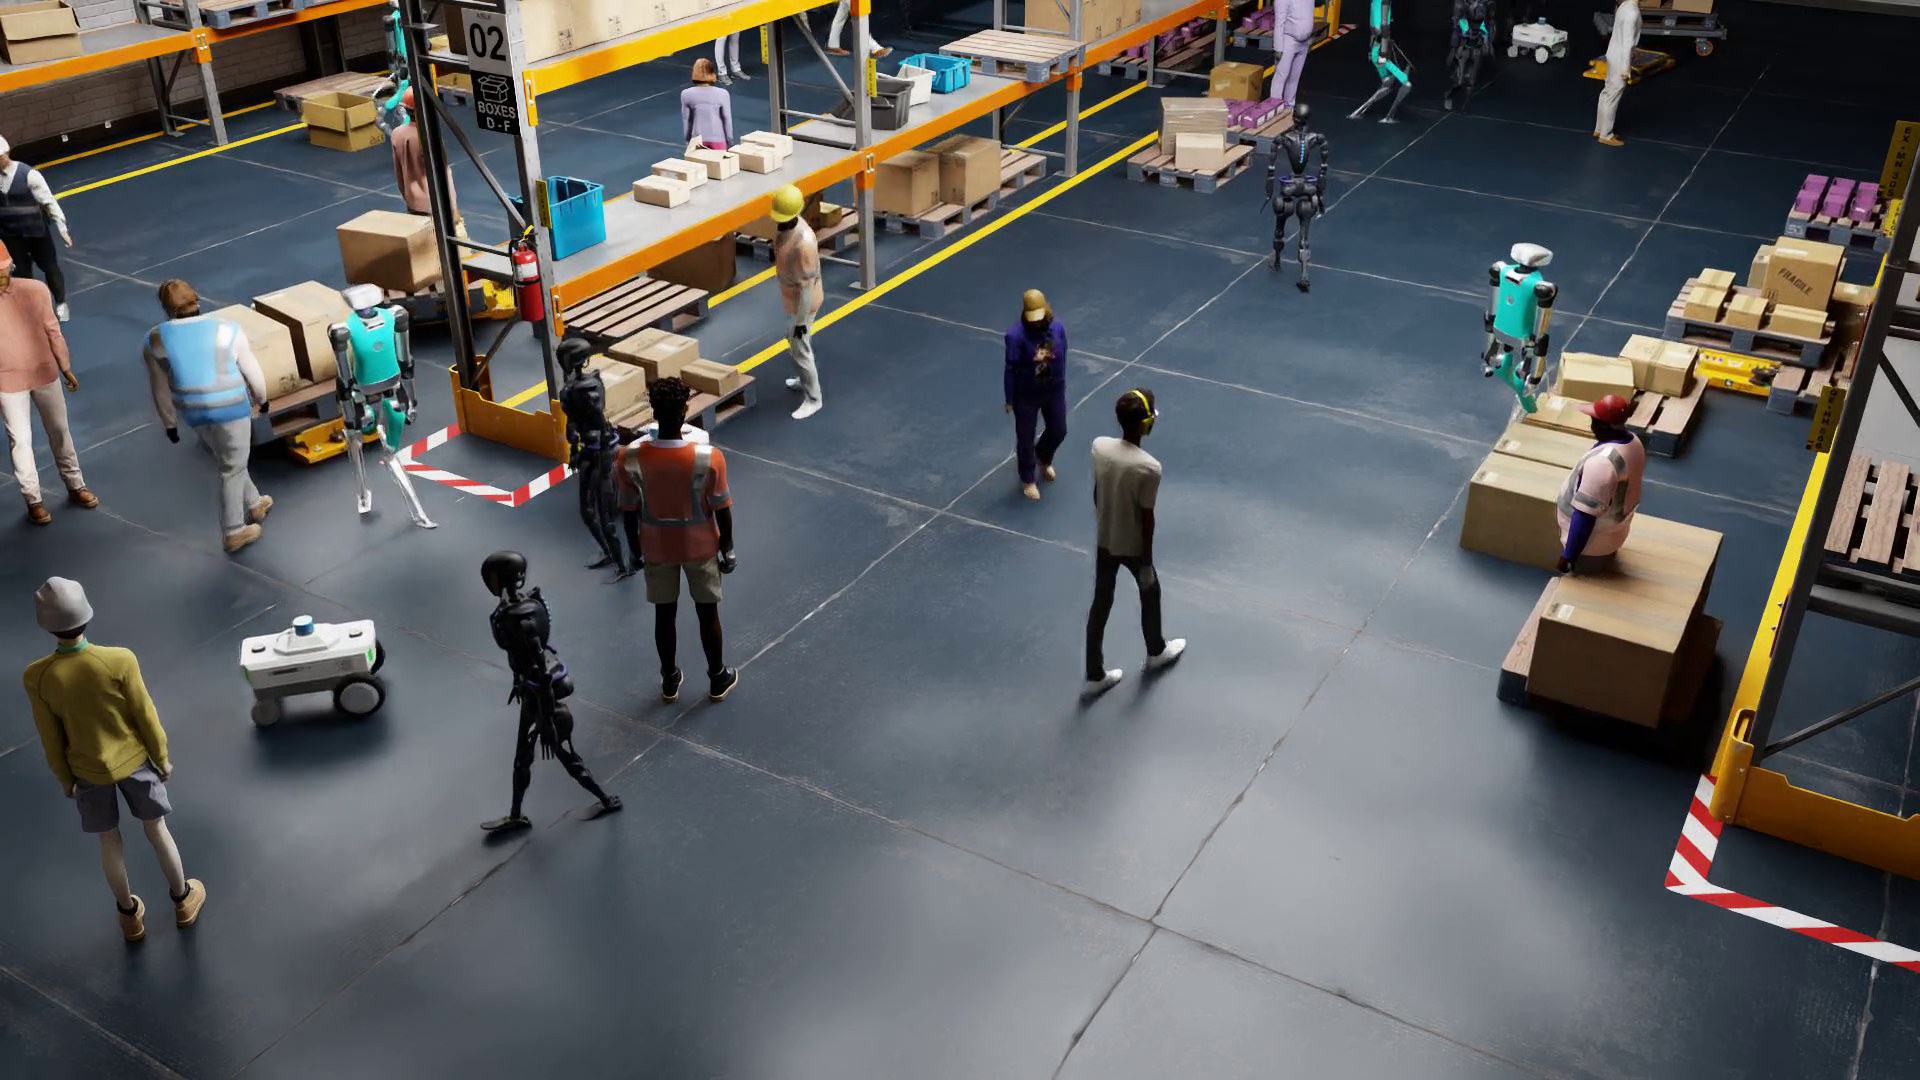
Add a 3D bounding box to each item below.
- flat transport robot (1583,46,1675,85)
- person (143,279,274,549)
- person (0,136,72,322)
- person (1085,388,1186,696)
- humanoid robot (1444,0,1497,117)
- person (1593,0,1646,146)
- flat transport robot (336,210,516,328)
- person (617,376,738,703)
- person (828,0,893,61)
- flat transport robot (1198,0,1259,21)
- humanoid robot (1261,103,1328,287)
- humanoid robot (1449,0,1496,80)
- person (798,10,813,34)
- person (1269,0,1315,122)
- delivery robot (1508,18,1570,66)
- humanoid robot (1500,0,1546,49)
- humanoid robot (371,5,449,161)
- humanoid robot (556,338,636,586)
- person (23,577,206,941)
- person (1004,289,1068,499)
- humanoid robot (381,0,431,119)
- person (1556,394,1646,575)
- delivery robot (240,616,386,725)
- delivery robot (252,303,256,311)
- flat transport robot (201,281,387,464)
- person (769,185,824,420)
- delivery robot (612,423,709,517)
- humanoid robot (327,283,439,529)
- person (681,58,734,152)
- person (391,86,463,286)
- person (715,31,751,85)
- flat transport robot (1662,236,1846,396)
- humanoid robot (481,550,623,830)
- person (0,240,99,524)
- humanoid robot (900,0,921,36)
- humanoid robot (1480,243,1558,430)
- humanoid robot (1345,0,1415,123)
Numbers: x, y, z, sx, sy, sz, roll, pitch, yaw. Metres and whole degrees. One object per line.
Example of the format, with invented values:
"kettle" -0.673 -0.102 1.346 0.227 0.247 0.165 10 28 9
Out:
"flat transport robot" 8.904 -6.305 22.095 0.659 0.231 1.431 24 37 36
"person" -4.858 -0.856 10.911 0.612 1.819 0.701 2 30 3
"person" -7.863 -2.558 13.991 0.757 1.705 0.907 -6 30 -11
"person" 1.007 -0.021 9.380 0.845 1.838 0.554 -26 38 -38
"humanoid robot" 6.159 -5.954 20.049 0.613 1.645 0.365 -7 30 -13
"person" 7.575 -5.493 19.009 0.375 1.896 0.569 6 30 10
"flat transport robot" -4.661 -2.058 14.582 1.431 0.231 0.659 -11 31 -18
"person" -1.541 0.021 9.182 0.611 1.963 0.362 1 29 1
"person" -1.397 -7.477 22.542 1.058 1.872 0.631 10 31 17
"flat transport robot" 4.112 -8.142 25.344 0.659 0.231 1.431 17 34 27
"humanoid robot" 3.054 -3.128 15.098 0.589 1.628 0.783 -2 30 -4
"humanoid robot" 6.684 -6.774 21.469 0.536 1.834 0.656 -11 31 -19
"person" -2.495 -8.033 23.687 0.736 1.713 0.506 -7 30 -12
"person" 3.955 -5.863 19.651 0.643 1.907 0.403 -23 37 -35
"delivery robot" 7.924 -6.810 22.703 0.499 0.599 0.774 -21 36 -33
"humanoid robot" 7.877 -7.718 23.181 0.609 1.630 0.535 6 30 10
"humanoid robot" -6.140 -4.916 18.164 0.832 1.773 0.538 -24 37 -36
"humanoid robot" -2.294 -0.497 10.394 0.315 1.654 0.610 -19 34 -30
"person" -3.831 1.007 7.512 0.485 1.894 0.378 -12 31 -20
"person" 0.526 -1.001 11.368 0.496 1.585 0.539 -10 31 -18
"humanoid robot" -6.314 -5.305 18.845 0.816 1.791 0.589 25 38 37
"person" 3.588 -0.020 9.484 0.418 1.747 0.599 22 36 33
"delivery robot" -3.637 0.711 9.414 0.812 0.614 0.499 -9 31 -15
"delivery robot" -5.655 -1.654 13.586 0.499 0.603 0.794 8 30 13
"flat transport robot" -5.035 -0.957 12.634 1.431 0.231 0.659 23 37 35
"person" -1.240 -1.821 12.533 0.421 1.871 0.765 -9 31 -15
"delivery robot" -2.081 -0.535 11.590 0.499 0.589 0.790 23 37 35
"humanoid robot" -3.966 -0.916 11.092 0.534 1.785 0.875 -26 38 -38
"person" -2.504 -3.966 16.577 0.498 1.629 0.288 2 30 4
"person" -4.564 -2.927 14.367 0.618 1.992 0.394 17 34 27
"person" -2.996 -6.897 21.442 0.432 1.945 0.488 23 37 34
"flat transport robot" 6.470 -1.569 13.717 0.659 0.231 1.431 16 33 27
"humanoid robot" -2.092 0.765 8.200 0.712 1.628 0.601 -16 33 -25
"person" -6.231 -1.079 11.098 0.394 1.992 0.618 25 38 37
"humanoid robot" -0.738 -8.121 23.882 0.460 1.648 0.614 -9 31 -16
"humanoid robot" 4.007 -1.210 11.706 0.751 1.901 0.547 -17 34 -28
"humanoid robot" 5.100 -5.828 19.771 0.853 1.787 0.593 -2 30 -3
